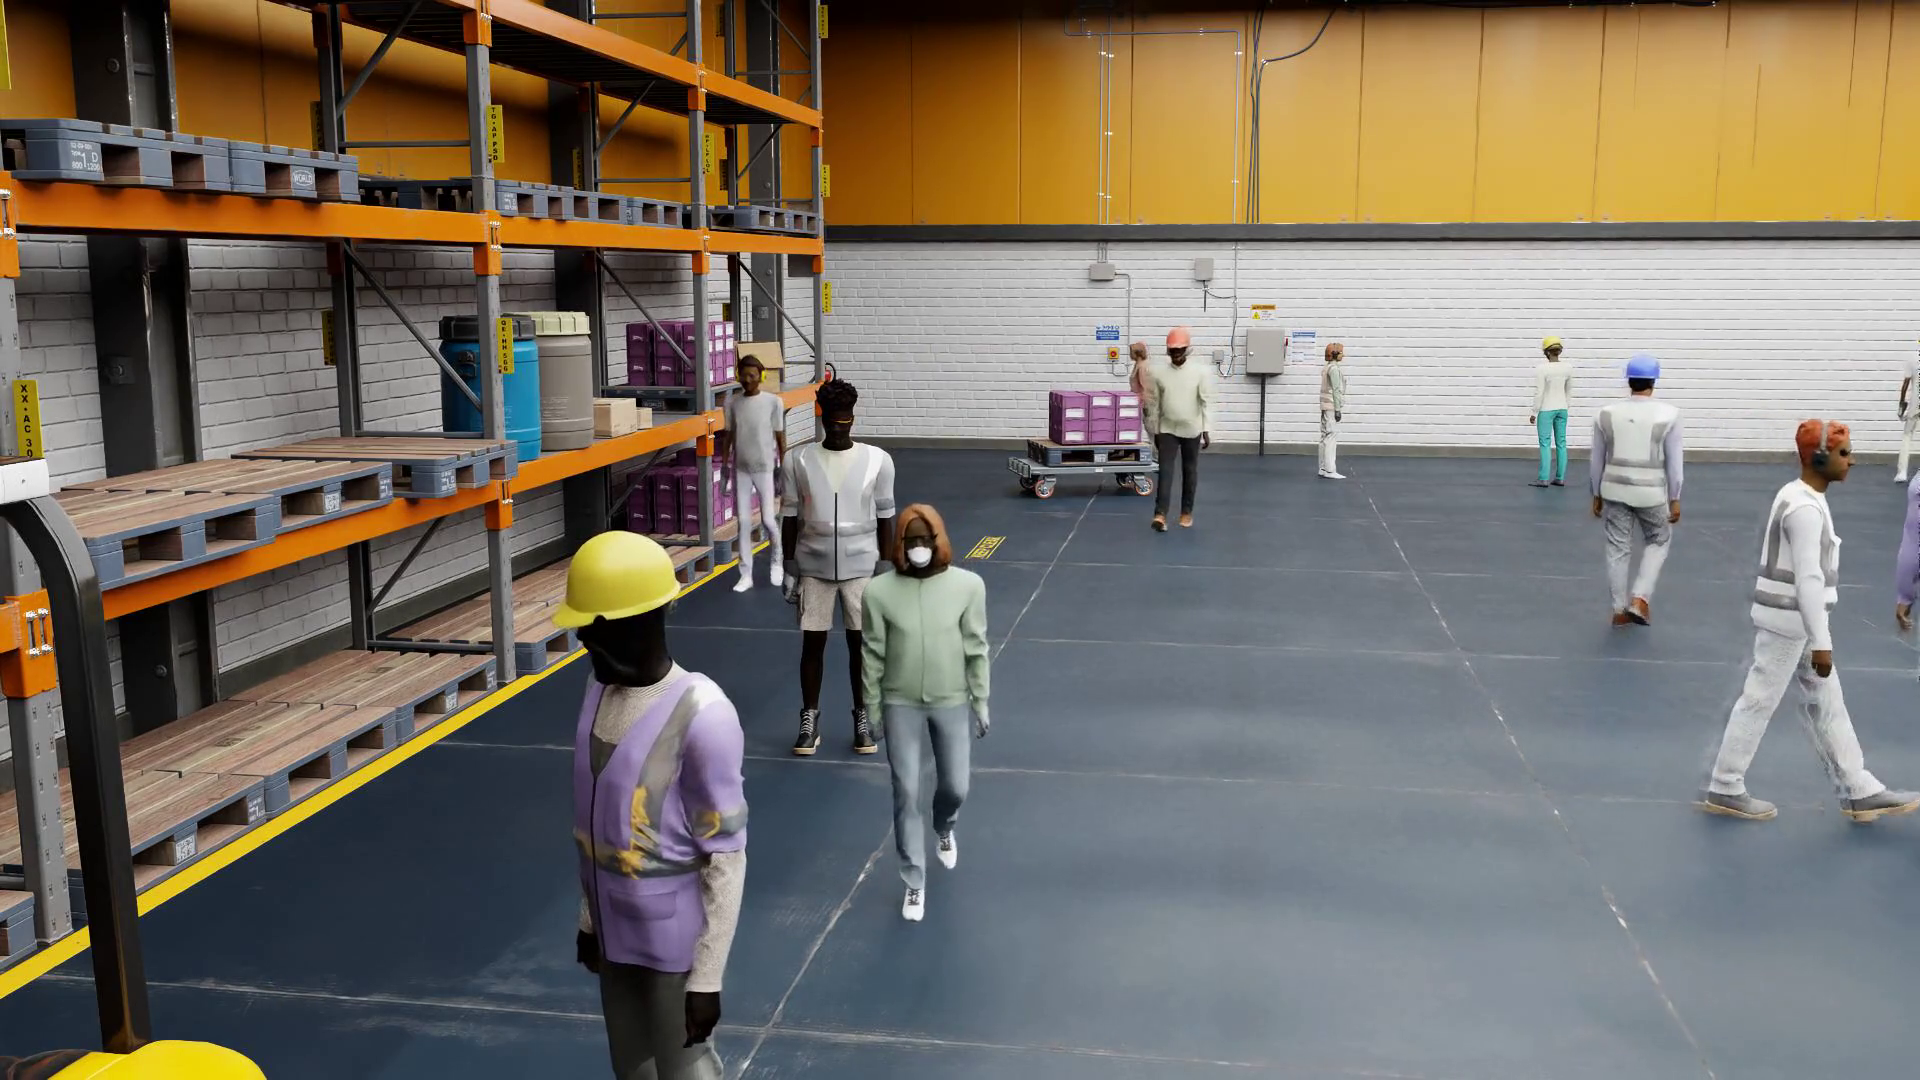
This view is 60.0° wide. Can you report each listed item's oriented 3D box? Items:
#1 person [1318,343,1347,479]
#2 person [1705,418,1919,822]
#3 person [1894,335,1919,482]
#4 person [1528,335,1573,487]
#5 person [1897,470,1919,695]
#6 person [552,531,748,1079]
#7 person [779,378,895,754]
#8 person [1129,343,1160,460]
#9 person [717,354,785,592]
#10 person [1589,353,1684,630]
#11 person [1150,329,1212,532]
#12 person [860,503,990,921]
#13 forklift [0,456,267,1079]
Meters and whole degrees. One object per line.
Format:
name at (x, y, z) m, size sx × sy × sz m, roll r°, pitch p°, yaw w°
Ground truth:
person at (4.498, -1.562, 20.115) m, size 0.307 × 1.641 × 0.512 m, roll 0°, pitch 9°, yaw -2°
person at (3.867, 0.390, 7.420) m, size 0.948 × 1.842 × 0.613 m, roll 5°, pitch 10°, yaw 28°
person at (11.302, -1.570, 19.481) m, size 0.542 × 1.864 × 0.394 m, roll 4°, pitch 10°, yaw 26°
person at (6.844, -1.486, 19.287) m, size 0.524 × 1.760 × 0.328 m, roll -3°, pitch 10°, yaw -20°
person at (4.802, 0.287, 7.880) m, size 0.643 × 1.916 × 0.793 m, roll 4°, pitch 10°, yaw 26°
person at (-0.739, 0.924, 3.927) m, size 0.382 × 1.919 × 0.584 m, roll -8°, pitch 12°, yaw -42°
person at (-0.635, 0.142, 8.622) m, size 0.603 × 1.959 × 0.374 m, roll -1°, pitch 9°, yaw -3°
person at (2.261, -1.719, 21.243) m, size 0.875 × 1.591 × 0.529 m, roll 1°, pitch 9°, yaw 6°
person at (-1.621, -0.529, 13.064) m, size 0.560 × 1.865 × 0.430 m, roll 2°, pitch 9°, yaw 12°
person at (4.690, -0.322, 11.544) m, size 0.634 × 1.935 × 0.439 m, roll 7°, pitch 12°, yaw 37°
person at (2.108, -1.050, 16.002) m, size 0.627 × 1.938 × 1.008 m, roll 3°, pitch 10°, yaw 17°
person at (-0.142, 0.644, 6.558) m, size 0.510 × 1.619 × 0.490 m, roll -1°, pitch 9°, yaw -4°
forklift at (-2.328, 0.975, 2.765) m, size 2.313 × 2.155 × 1.214 m, roll 1°, pitch 9°, yaw 9°
